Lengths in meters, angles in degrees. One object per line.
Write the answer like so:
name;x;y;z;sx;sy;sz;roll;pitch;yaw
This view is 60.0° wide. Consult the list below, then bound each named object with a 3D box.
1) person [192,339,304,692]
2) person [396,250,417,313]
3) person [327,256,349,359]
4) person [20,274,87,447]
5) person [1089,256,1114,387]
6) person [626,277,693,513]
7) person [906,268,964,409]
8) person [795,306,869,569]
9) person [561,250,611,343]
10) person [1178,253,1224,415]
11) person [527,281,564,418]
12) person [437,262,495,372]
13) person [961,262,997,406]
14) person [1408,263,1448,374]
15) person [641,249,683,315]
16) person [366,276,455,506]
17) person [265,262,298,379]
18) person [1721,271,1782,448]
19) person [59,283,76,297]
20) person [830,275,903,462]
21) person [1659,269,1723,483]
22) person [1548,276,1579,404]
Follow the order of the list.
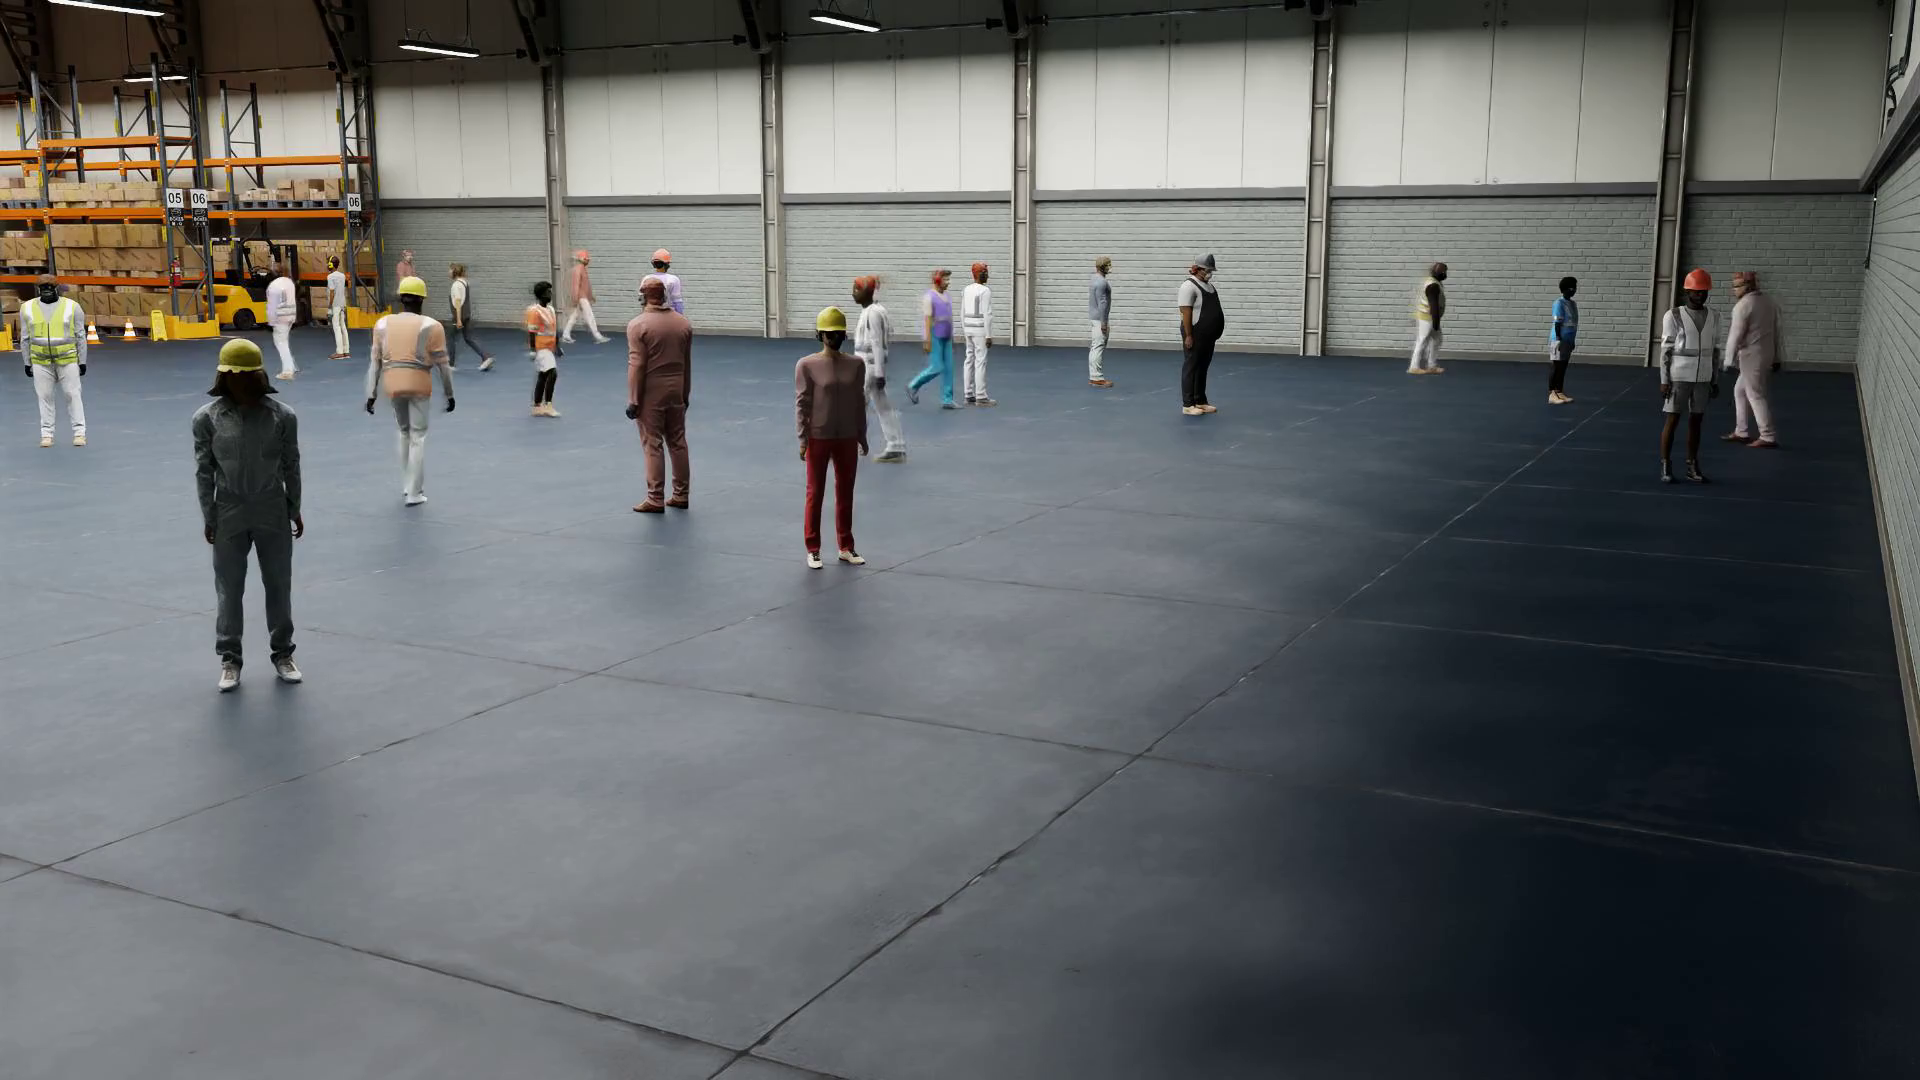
person;-3.505;-0.126;8.248;0.487;1.741;0.314;-5;12;-28
person;-12.694;-5.720;38.313;0.399;1.905;0.642;1;10;5
person;-11.388;-4.243;30.350;0.328;1.872;0.513;2;11;9
person;-9.627;-1.903;17.691;0.630;1.835;0.429;-3;11;-17
person;2.093;-3.245;24.719;0.357;1.938;0.638;-1;10;-4
person;-2.465;-1.172;13.509;0.400;1.905;0.645;8;13;38
person;-0.304;-2.593;21.488;0.703;1.820;0.574;6;12;29
person;-0.857;-0.690;11.255;0.533;1.768;0.310;-6;12;-30
person;-7.850;-5.043;34.546;1.045;1.944;0.625;-1;10;-5
person;3.061;-2.601;20.929;0.536;2.000;0.677;7;13;34
person;-5.052;-2.334;20.466;0.585;1.677;0.540;1;10;7
person;-8.155;-3.660;27.345;0.914;1.812;0.521;1;10;6
person;0.236;-2.720;22.011;0.357;1.881;0.574;-7;13;-34
person;7.605;-3.566;26.841;0.689;1.801;0.645;4;11;23
person;-4.236;-3.122;23.759;0.607;2.044;0.371;2;11;12
person;-4.613;-1.264;14.040;0.654;1.888;0.817;1;10;3
person;-10.591;-3.407;25.912;0.462;1.822;0.643;1;10;7
person;8.386;-1.910;17.644;0.664;1.865;0.778;-9;14;-41
person;-23.168;-6.561;42.940;0.514;1.892;0.646;8;13;36
person;-0.999;-1.663;16.358;0.952;1.836;0.610;-1;10;-7
person;6.619;-1.474;15.062;0.550;1.937;0.357;0;10;-2
person;8.071;-2.667;22.223;0.318;1.699;0.534;9;14;40
